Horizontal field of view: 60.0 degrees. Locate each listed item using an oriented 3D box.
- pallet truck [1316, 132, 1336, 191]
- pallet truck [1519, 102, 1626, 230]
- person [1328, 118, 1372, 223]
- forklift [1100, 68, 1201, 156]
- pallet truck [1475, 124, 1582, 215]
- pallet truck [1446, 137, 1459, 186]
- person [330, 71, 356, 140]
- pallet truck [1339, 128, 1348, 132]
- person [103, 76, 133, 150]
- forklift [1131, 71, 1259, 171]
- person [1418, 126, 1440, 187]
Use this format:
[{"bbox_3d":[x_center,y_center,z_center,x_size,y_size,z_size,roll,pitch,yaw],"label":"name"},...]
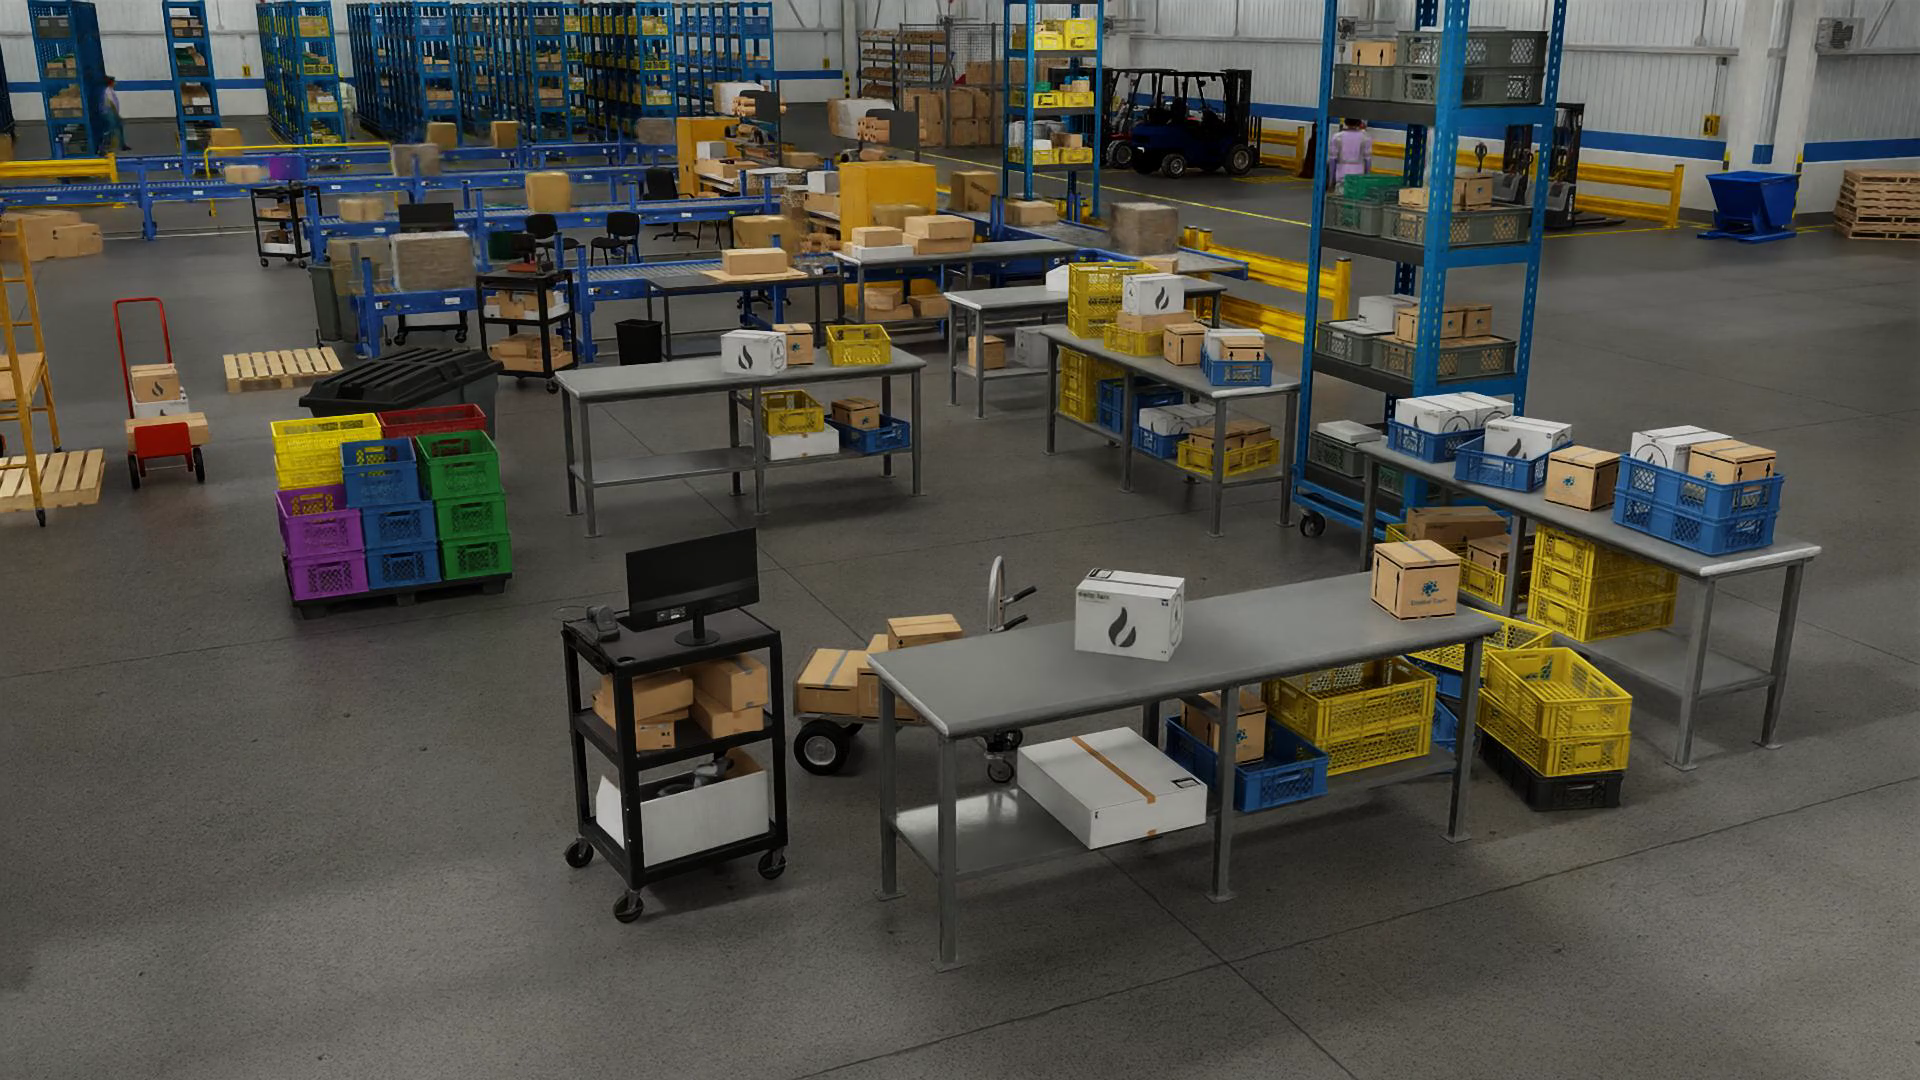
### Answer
[{"bbox_3d":[7.723,-7.504,32.656,1.601,1.201,0.680,-8,19,-23],"label":"pallet truck"},{"bbox_3d":[9.972,-6.037,26.785,1.885,1.965,0.823,-9,20,-25],"label":"pallet truck"},{"bbox_3d":[5.731,-5.333,24.493,0.609,2.044,0.393,5,18,14],"label":"person"},{"bbox_3d":[4.082,-9.564,37.410,2.680,1.987,1.157,-8,19,-23],"label":"forklift"},{"bbox_3d":[9.707,-6.455,28.103,1.885,1.965,0.823,-7,19,-20],"label":"pallet truck"},{"bbox_3d":[9.184,-6.485,29.328,1.630,1.274,0.653,-8,19,-23],"label":"pallet truck"},{"bbox_3d":[-16.745,-11.791,45.179,0.600,1.829,0.404,-6,19,-19],"label":"person"},{"bbox_3d":[7.845,-7.140,31.411,1.522,1.261,0.704,-9,20,-25],"label":"pallet truck"},{"bbox_3d":[-21.381,-10.723,41.835,0.703,1.821,0.575,-5,18,-15],"label":"person"},{"bbox_3d":[4.998,-8.936,35.413,2.680,1.987,1.157,-9,20,-25],"label":"forklift"},{"bbox_3d":[7.520,-5.856,26.488,1.047,1.856,0.675,9,20,27],"label":"person"}]
